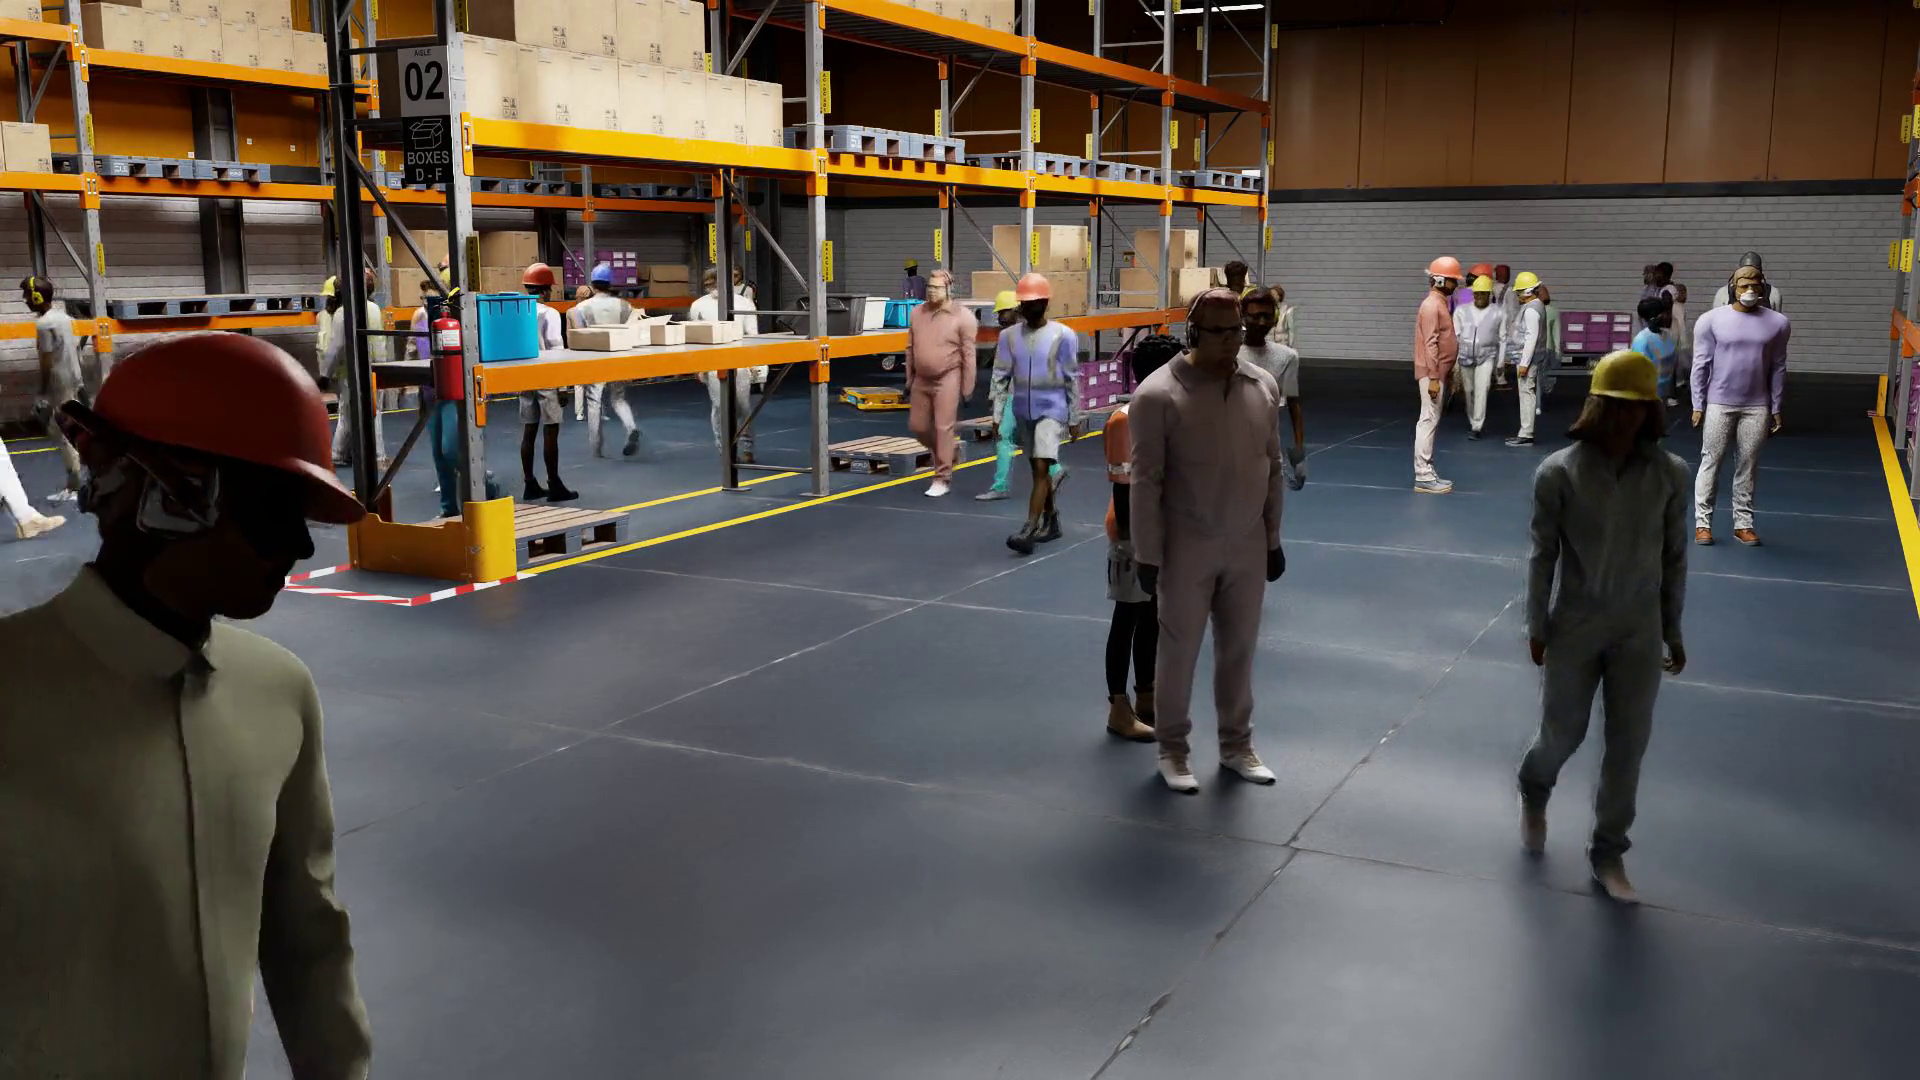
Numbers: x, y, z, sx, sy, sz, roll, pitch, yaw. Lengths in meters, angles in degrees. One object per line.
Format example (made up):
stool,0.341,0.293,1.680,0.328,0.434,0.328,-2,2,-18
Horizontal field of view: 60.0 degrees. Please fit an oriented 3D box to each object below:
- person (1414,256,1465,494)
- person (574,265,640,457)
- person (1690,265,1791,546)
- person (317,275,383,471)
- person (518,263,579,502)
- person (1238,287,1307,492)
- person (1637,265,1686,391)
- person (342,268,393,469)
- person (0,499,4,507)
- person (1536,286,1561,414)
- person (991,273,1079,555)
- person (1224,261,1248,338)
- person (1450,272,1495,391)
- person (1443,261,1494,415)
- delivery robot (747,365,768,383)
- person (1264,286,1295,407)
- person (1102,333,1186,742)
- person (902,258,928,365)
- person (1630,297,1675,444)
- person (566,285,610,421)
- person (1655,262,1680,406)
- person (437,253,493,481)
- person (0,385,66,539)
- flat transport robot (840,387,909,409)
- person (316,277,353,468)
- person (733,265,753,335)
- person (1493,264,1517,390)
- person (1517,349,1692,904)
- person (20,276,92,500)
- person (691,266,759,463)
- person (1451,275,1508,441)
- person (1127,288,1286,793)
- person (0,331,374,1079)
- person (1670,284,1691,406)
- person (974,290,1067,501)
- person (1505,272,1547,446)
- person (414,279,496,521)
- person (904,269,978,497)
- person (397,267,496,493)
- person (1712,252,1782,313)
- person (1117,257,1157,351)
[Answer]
person,4.042,-1.398,14.111,0.382,1.993,0.609,4,10,20
person,-3.443,-1.733,16.288,0.648,1.915,0.753,-5,11,-27
person,5.380,-0.923,11.513,0.629,1.940,0.372,1,10,7
person,-5.760,-1.540,15.445,0.792,1.814,0.647,1,10,3
person,-3.415,-1.282,13.591,0.542,1.939,0.365,6,11,29
person,1.610,-0.448,9.065,0.555,1.831,0.803,0,10,1
person,10.164,-3.075,24.247,0.650,1.863,0.984,-7,12,-37
person,-5.540,-1.595,15.557,0.584,1.883,0.346,8,13,39
person,-7.785,-1.110,12.787,0.714,1.887,0.671,-8,13,-40
person,7.300,-2.413,21.130,0.522,1.595,0.826,-1,10,-4
person,0.497,-0.863,11.337,0.567,1.878,1.000,5,11,29
person,2.607,-1.640,15.656,0.480,1.942,0.652,-9,13,-43
person,7.390,-3.000,24.039,0.630,1.790,0.934,4,10,20
person,6.348,-2.491,20.652,0.450,1.929,0.559,-7,12,-37
delivery robot,-3.103,-2.390,23.735,0.707,0.478,0.477,-6,11,-31
person,4.100,-2.498,21.631,0.514,1.593,0.865,4,10,21
person,0.794,-0.019,6.991,0.319,1.693,0.532,7,12,35
person,-0.842,-4.112,30.030,0.374,1.920,0.585,8,13,39
person,5.938,-1.243,14.220,0.689,1.653,0.321,-9,14,-44
person,-4.470,-2.234,19.969,0.511,1.641,0.308,2,10,12
person,9.413,-2.727,22.104,0.408,1.899,0.743,5,11,28
person,-4.461,-1.548,14.839,0.377,2.041,0.607,-8,13,-40
person,-6.692,-0.848,11.453,0.875,1.807,0.620,-4,11,-22
flat transport robot,-1.109,-1.871,21.822,0.652,0.197,1.431,-3,10,-15
person,-5.864,-1.590,15.806,0.607,1.801,0.619,5,11,28
person,-3.327,-3.179,24.871,0.525,1.843,0.345,4,10,21
person,7.842,-3.102,24.371,0.778,1.861,0.574,-3,10,-19
person,2.054,0.252,5.320,0.497,1.734,0.498,0,10,3
person,-7.318,-1.220,13.537,0.446,1.840,0.529,-2,10,-12
person,-2.233,-1.661,15.927,0.650,1.903,0.499,-1,10,-8
person,5.688,-2.008,18.252,0.577,1.792,0.957,5,11,28
person,0.947,0.006,6.277,0.653,1.895,0.401,-4,11,-24
person,-0.921,0.744,1.872,0.716,1.931,0.691,2,10,13
person,9.427,-2.576,22.019,0.366,1.618,0.503,0,10,-1
person,0.520,-1.197,13.725,0.831,1.722,0.512,-3,10,-18
person,5.940,-1.893,17.470,0.403,1.822,0.589,4,11,22
person,-3.794,-1.020,12.375,0.560,1.834,0.466,6,12,32
person,-0.157,-1.316,13.914,0.674,1.890,0.525,6,11,30
person,-4.330,-1.342,14.038,0.820,1.909,0.411,-3,10,-18
person,8.467,-2.084,17.939,0.689,2.000,0.539,3,10,19
person,2.574,-3.124,24.117,0.610,1.986,0.393,0,10,3
